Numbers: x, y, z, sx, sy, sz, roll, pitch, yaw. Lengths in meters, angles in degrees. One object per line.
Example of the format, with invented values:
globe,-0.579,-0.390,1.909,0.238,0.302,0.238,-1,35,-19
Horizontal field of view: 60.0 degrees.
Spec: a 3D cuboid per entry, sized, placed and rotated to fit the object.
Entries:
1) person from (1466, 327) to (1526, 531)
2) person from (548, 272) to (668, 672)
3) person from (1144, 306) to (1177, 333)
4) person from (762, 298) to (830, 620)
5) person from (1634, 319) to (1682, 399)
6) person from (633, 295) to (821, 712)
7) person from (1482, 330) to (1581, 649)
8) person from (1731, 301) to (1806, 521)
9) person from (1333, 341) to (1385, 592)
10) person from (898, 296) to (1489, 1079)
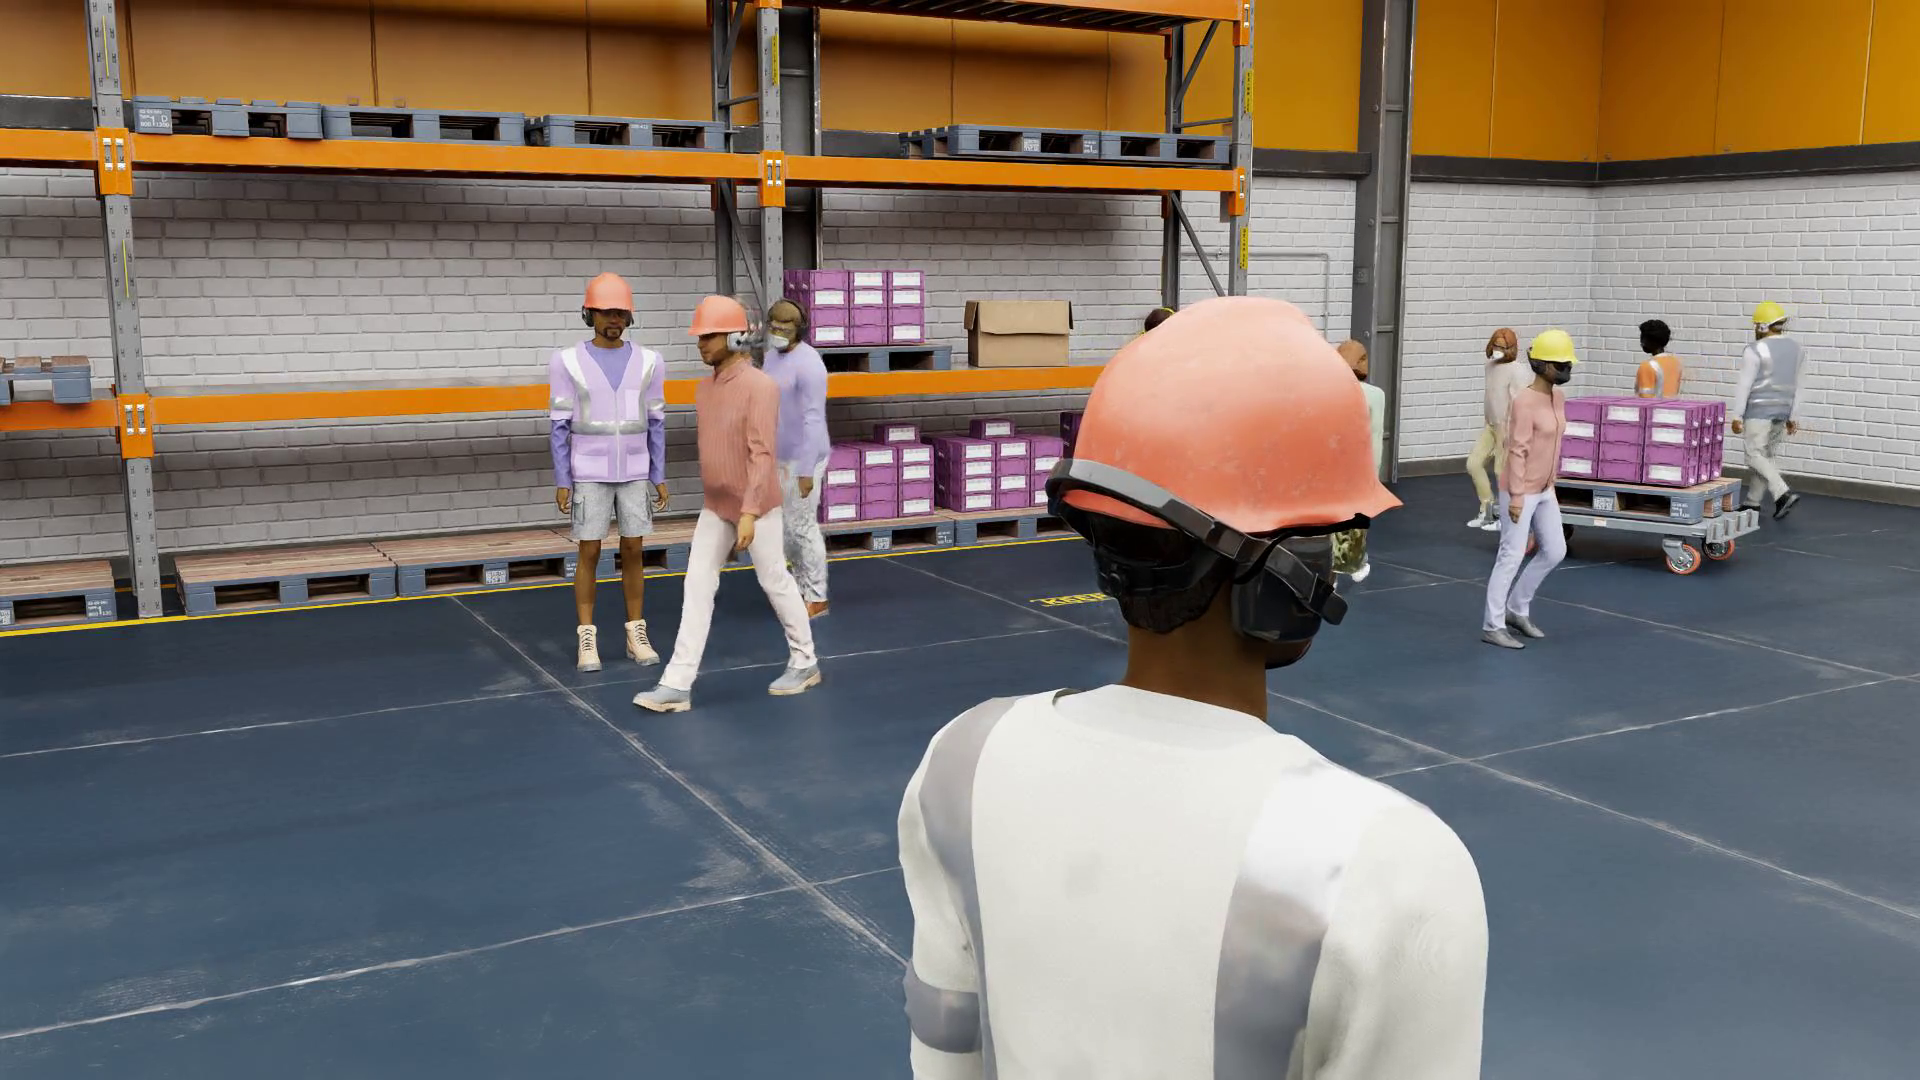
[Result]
person,4.175,-0.858,12.990,0.457,1.607,0.537,-2,10,-13
person,-1.794,-0.347,8.580,0.608,2.046,0.368,-5,10,-27
person,1.125,-0.354,9.196,0.561,1.853,0.450,7,12,38
person,-0.949,-0.461,9.730,0.478,1.896,0.682,-5,11,-30
person,5.610,-0.919,13.238,0.552,1.667,0.698,-7,12,-38
person,-1.058,-0.169,7.825,0.620,1.947,1.022,8,13,42
person,3.109,-0.264,9.013,0.456,1.737,0.548,8,13,42
person,6.647,-1.047,13.629,0.603,1.819,0.752,-3,10,-20
person,2.469,-0.477,10.707,0.521,1.594,0.801,3,10,19
person,0.221,0.804,1.563,0.605,2.045,0.377,9,13,44
